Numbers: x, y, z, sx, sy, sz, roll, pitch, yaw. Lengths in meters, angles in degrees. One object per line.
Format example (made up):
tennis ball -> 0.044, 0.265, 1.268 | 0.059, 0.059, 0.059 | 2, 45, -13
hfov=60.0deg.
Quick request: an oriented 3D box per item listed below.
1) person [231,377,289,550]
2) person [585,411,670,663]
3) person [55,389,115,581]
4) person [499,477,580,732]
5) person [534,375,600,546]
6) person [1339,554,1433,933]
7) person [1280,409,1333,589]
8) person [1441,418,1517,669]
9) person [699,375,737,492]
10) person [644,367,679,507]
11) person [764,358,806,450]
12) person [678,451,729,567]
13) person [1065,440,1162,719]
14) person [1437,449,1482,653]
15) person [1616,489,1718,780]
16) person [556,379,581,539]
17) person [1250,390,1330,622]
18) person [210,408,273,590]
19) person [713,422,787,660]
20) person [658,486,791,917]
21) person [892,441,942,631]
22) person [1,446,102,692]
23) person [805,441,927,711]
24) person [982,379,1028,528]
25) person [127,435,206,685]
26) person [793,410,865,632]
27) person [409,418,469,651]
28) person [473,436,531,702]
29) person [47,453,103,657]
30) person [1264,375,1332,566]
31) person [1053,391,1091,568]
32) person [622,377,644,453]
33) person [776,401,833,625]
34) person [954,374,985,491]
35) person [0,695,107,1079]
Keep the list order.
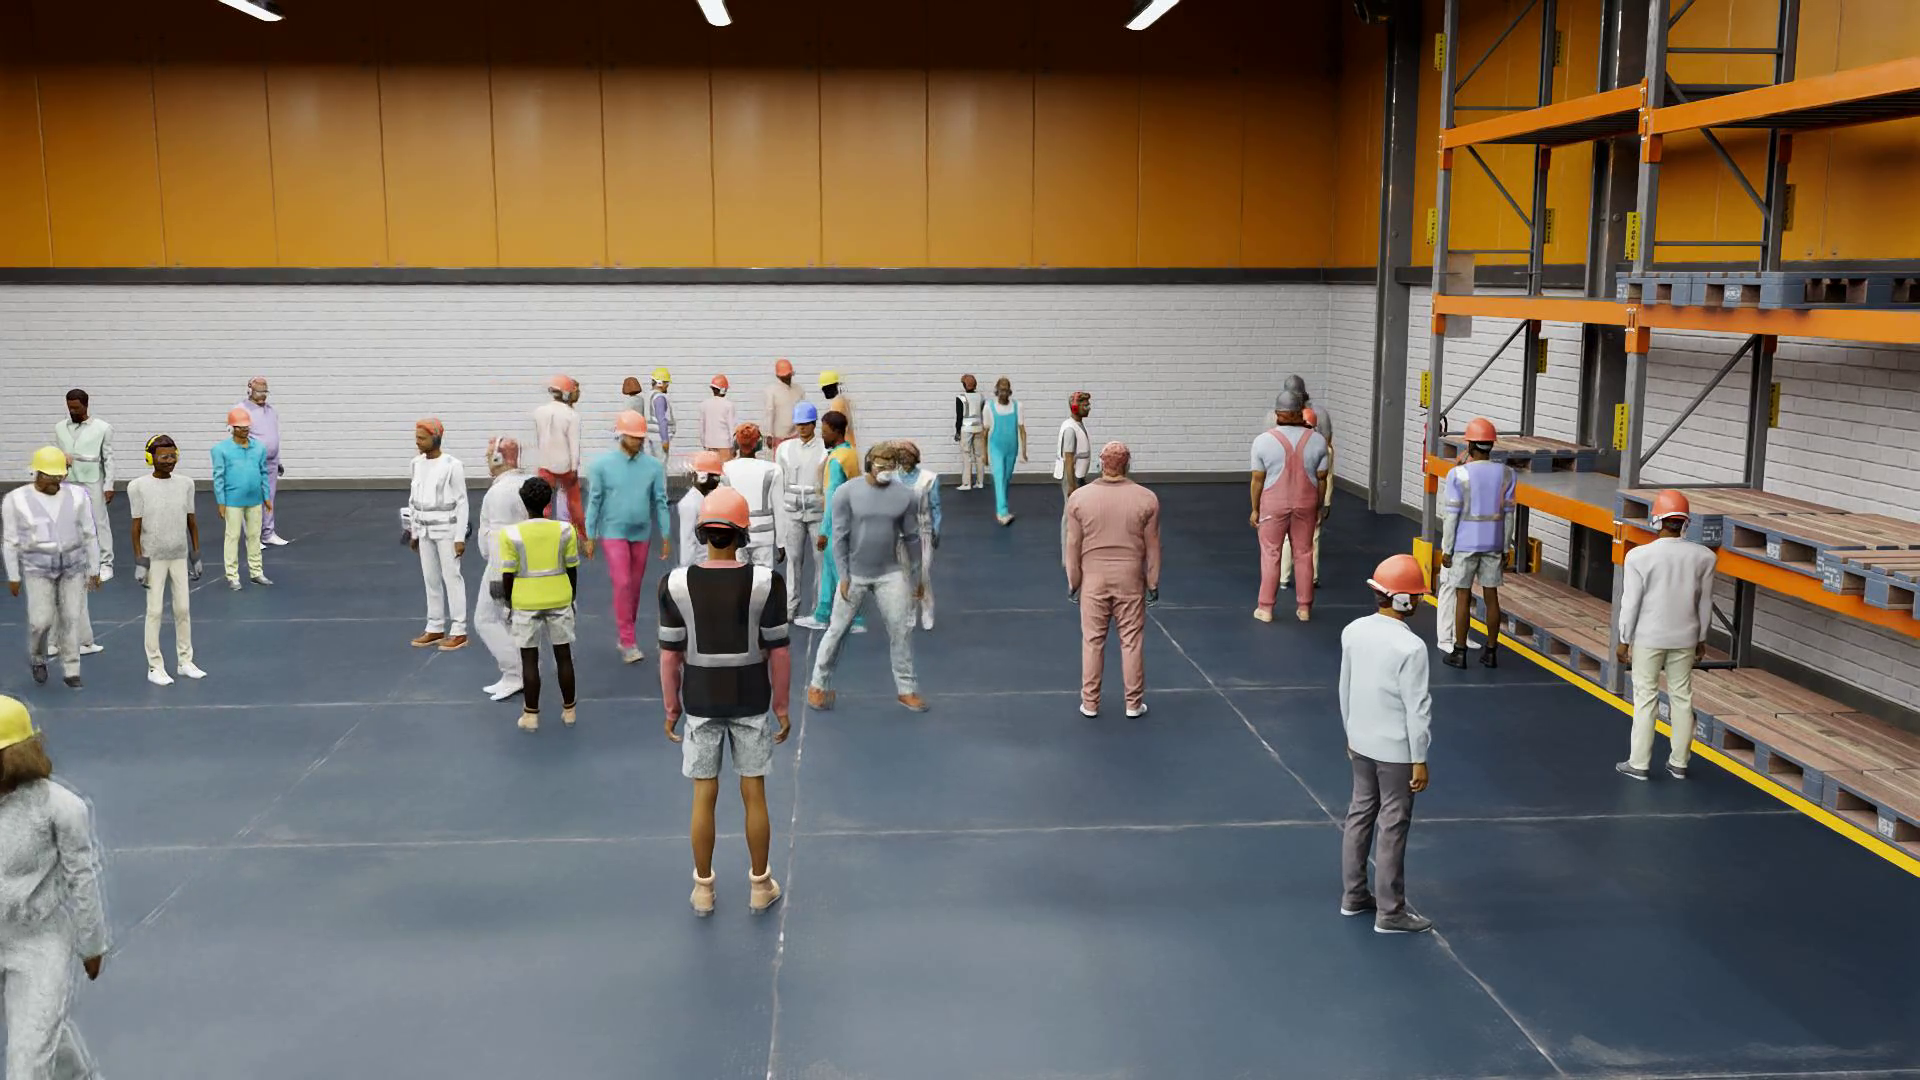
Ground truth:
person -> -7.756, -0.853, 18.459 | 0.406, 1.902, 0.639 | 3, 10, 18
person -> -2.549, -0.021, 13.015 | 0.637, 1.956, 0.907 | -6, 11, -32
person -> -8.659, -0.546, 16.483 | 0.590, 1.915, 0.392 | 1, 9, 3
person -> -2.787, 0.427, 11.053 | 0.537, 1.696, 0.321 | -5, 10, -28
person -> -4.335, -0.828, 18.153 | 0.610, 1.930, 1.021 | 3, 9, 16
person -> 1.996, 0.930, 7.713 | 0.336, 1.749, 0.575 | -4, 10, -23
person -> 3.318, -0.391, 16.039 | 0.561, 1.745, 0.346 | 3, 10, 20
person -> 3.972, 0.032, 12.790 | 0.550, 1.935, 0.364 | -1, 9, -4
person -> -3.086, -1.248, 21.389 | 0.563, 1.752, 0.341 | 5, 10, 29
person -> -3.920, -1.344, 21.782 | 0.403, 1.822, 0.589 | -4, 10, -26
person -> -2.316, -1.411, 21.773 | 0.644, 1.959, 0.697 | -8, 12, -41
person -> -1.882, 0.195, 12.436 | 0.440, 1.725, 0.559 | 1, 9, 5
person -> 1.046, 0.273, 11.349 | 0.651, 1.911, 0.409 | 1, 9, 6
person -> 4.038, 0.087, 13.371 | 0.512, 1.640, 0.309 | -8, 12, -41
person -> 4.219, 0.568, 9.987 | 0.571, 1.751, 0.329 | -1, 9, -4
person -> -4.509, -0.937, 19.159 | 0.328, 1.842, 0.516 | 0, 9, 1
person -> 2.851, -0.305, 14.571 | 0.687, 2.000, 0.538 | -1, 9, -4
person -> -6.925, -0.404, 16.088 | 0.327, 1.752, 0.561 | 7, 11, 36
person -> -1.646, 0.018, 13.041 | 0.582, 1.882, 0.351 | -1, 9, -4
person -> -1.100, 0.764, 7.855 | 0.613, 2.043, 0.374 | -1, 9, -4
person -> -0.420, -0.027, 14.148 | 0.511, 1.619, 0.566 | 1, 9, 4
person -> -6.567, 0.213, 12.060 | 0.603, 1.804, 0.443 | -9, 13, -43
person -> -0.627, 0.253, 11.535 | 0.790, 1.911, 0.513 | -3, 10, -19
person -> 0.541, -1.054, 20.107 | 0.510, 1.782, 1.008 | -2, 9, -15
person -> -5.882, 0.144, 12.343 | 0.328, 1.861, 0.502 | 8, 12, 41
person -> -1.088, -0.146, 14.058 | 0.574, 1.910, 0.620 | 1, 9, 3
person -> -4.219, -0.046, 13.439 | 0.585, 1.882, 0.337 | 5, 10, 30
person -> -3.239, 0.200, 11.871 | 0.431, 1.891, 0.676 | 1, 9, 6
person -> -7.118, 0.115, 13.190 | 0.521, 1.640, 0.307 | -1, 9, -4
person -> 3.517, -0.751, 17.377 | 0.718, 2.000, 0.653 | 3, 10, 20
person -> 1.173, -0.616, 17.175 | 0.402, 1.841, 0.567 | 2, 9, 14
person -> -4.490, -1.421, 22.860 | 0.280, 1.633, 0.500 | 3, 9, 16
person -> -1.319, -0.228, 14.382 | 0.605, 1.948, 0.391 | 1, 9, 8
person -> 0.140, -1.512, 23.407 | 0.520, 1.639, 0.312 | -7, 12, -39
person -> -3.077, 1.333, 5.380 | 0.492, 1.695, 0.909 | 1, 9, 6
